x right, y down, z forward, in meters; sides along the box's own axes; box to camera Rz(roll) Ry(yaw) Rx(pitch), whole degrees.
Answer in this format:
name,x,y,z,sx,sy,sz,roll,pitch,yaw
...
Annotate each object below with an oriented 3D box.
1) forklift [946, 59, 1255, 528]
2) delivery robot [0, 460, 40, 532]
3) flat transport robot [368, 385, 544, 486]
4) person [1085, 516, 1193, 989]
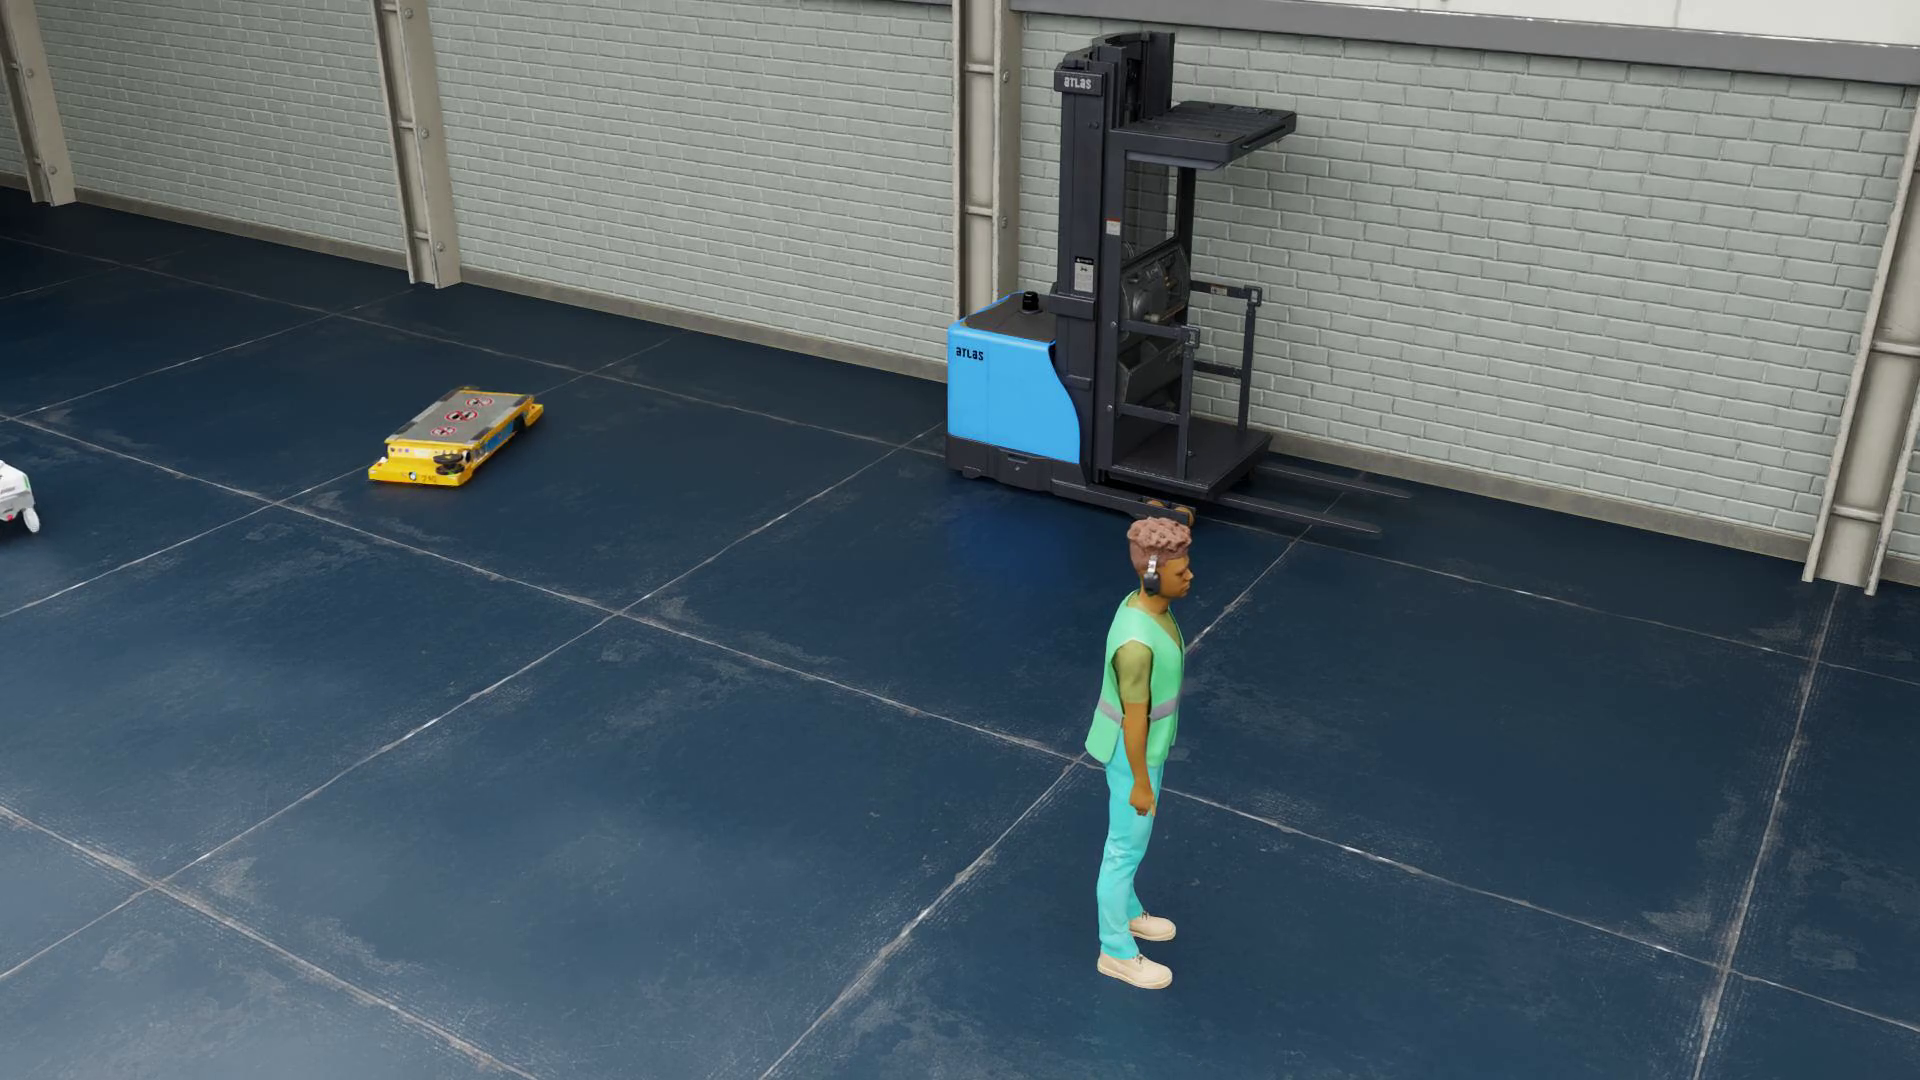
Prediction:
name,x,y,z,sx,sy,sz,roll,pitch,yaw
forklift,0.933,-1.707,10.833,1.873,2.768,1.129,15,29,28
delivery robot,-6.246,-0.319,10.610,0.794,0.603,0.499,18,31,33
flat transport robot,-3.566,-0.754,11.853,0.659,0.231,1.431,5,26,9
person,0.702,0.822,6.524,0.406,1.978,0.482,6,26,12
